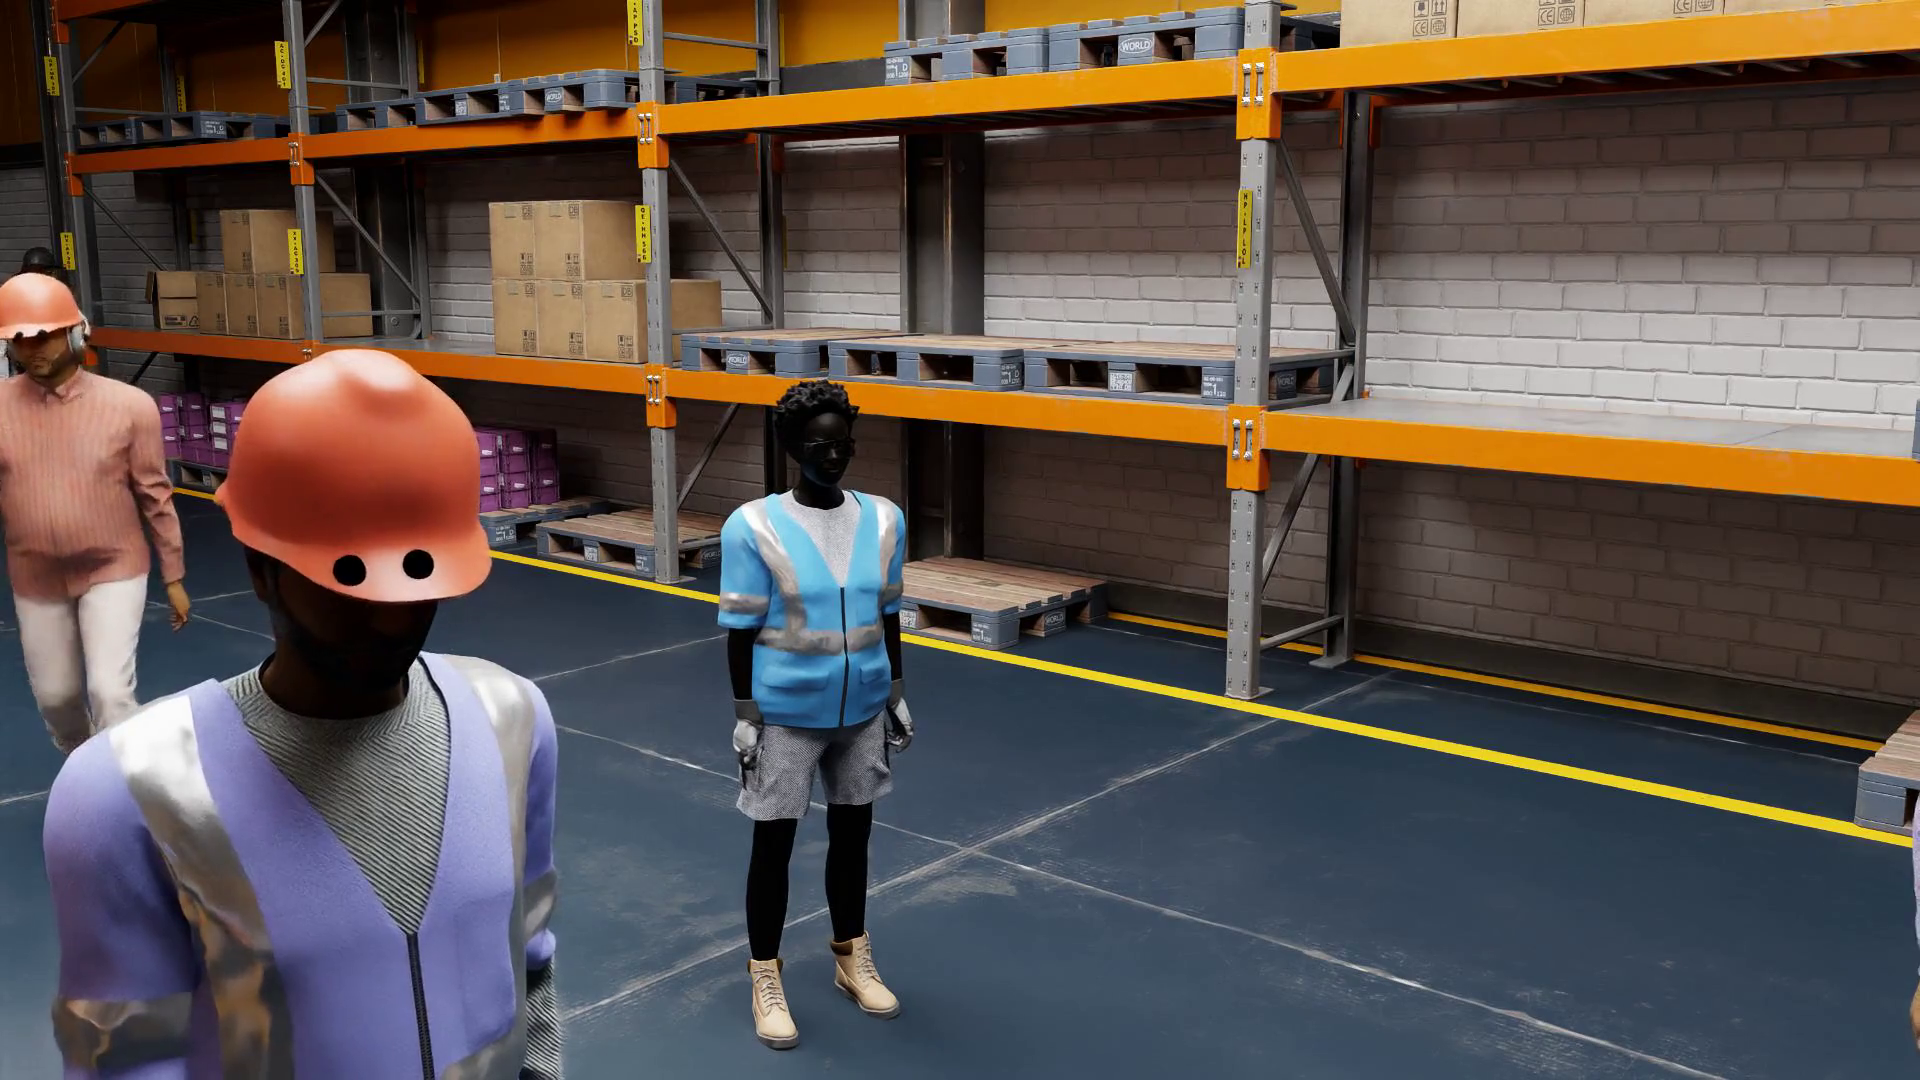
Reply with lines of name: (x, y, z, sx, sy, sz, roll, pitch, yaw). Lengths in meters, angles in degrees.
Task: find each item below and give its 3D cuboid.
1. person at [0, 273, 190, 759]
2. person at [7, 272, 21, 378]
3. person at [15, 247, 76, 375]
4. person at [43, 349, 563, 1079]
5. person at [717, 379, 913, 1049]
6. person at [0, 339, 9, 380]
person: (-2.935, 0.088, 5.551, 0.661, 1.955, 0.858, -3, 10, -16)
person: (-8.952, -1.699, 16.128, 0.657, 1.811, 0.844, -6, 12, -32)
person: (-8.663, -1.759, 15.794, 0.682, 2.000, 0.536, 1, 10, 8)
person: (-0.606, 0.767, 1.739, 0.379, 1.927, 0.542, 9, 13, 40)
person: (-0.361, 0.435, 4.280, 0.533, 1.697, 0.319, -6, 12, -31)
person: (-7.636, -1.139, 12.871, 0.856, 1.853, 0.594, 8, 13, 39)
